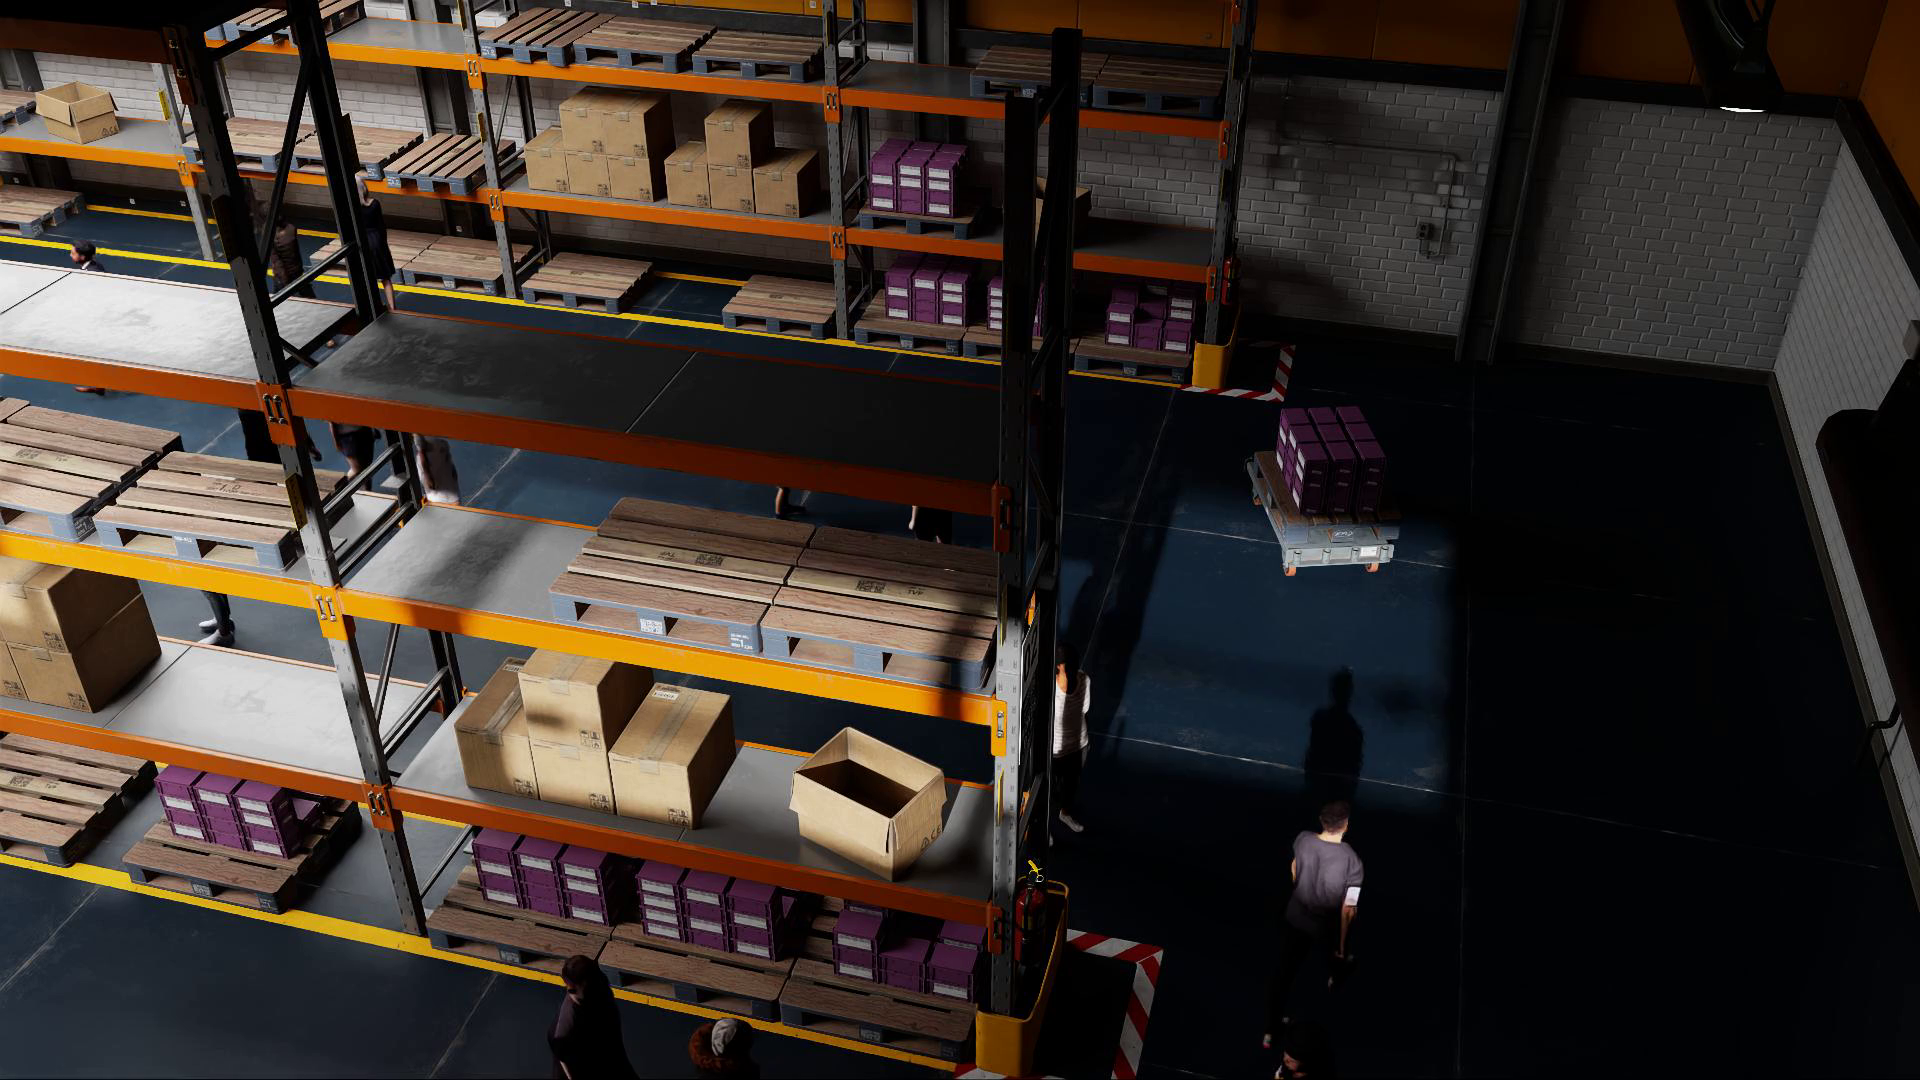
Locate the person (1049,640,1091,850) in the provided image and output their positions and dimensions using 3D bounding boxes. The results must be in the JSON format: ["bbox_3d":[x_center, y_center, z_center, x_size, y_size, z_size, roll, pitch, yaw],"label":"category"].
[{"bbox_3d":[0.702,1.374,11.366,0.658,1.647,0.710,-20,38,-27],"label":"person"}]

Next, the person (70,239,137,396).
[{"bbox_3d":[-8.492,-2.233,16.738,1.065,1.706,0.986,-15,37,-22],"label":"person"}]

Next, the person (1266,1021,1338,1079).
[{"bbox_3d":[1.757,3.126,8.712,0.792,1.667,0.795,-6,34,-9],"label":"person"}]

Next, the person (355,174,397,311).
[{"bbox_3d":[-6.399,-3.136,18.061,0.689,1.747,0.757,-16,37,-22],"label":"person"}]

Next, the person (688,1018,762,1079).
[{"bbox_3d":[-1.250,3.132,8.774,1.085,1.588,1.049,-21,39,-28],"label":"person"}]

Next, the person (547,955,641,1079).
[{"bbox_3d":[-2.089,2.855,8.997,1.070,1.802,0.767,12,35,17],"label":"person"}]

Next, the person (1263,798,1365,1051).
[{"bbox_3d":[2.059,2.319,9.890,1.200,1.707,1.015,24,40,31],"label":"person"}]

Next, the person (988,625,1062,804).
[{"bbox_3d":[0.367,1.275,11.479,1.144,1.687,0.911,-7,34,-10],"label":"person"}]

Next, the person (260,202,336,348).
[{"bbox_3d":[-7.205,-2.840,17.727,0.817,1.622,1.152,9,35,14],"label":"person"}]
